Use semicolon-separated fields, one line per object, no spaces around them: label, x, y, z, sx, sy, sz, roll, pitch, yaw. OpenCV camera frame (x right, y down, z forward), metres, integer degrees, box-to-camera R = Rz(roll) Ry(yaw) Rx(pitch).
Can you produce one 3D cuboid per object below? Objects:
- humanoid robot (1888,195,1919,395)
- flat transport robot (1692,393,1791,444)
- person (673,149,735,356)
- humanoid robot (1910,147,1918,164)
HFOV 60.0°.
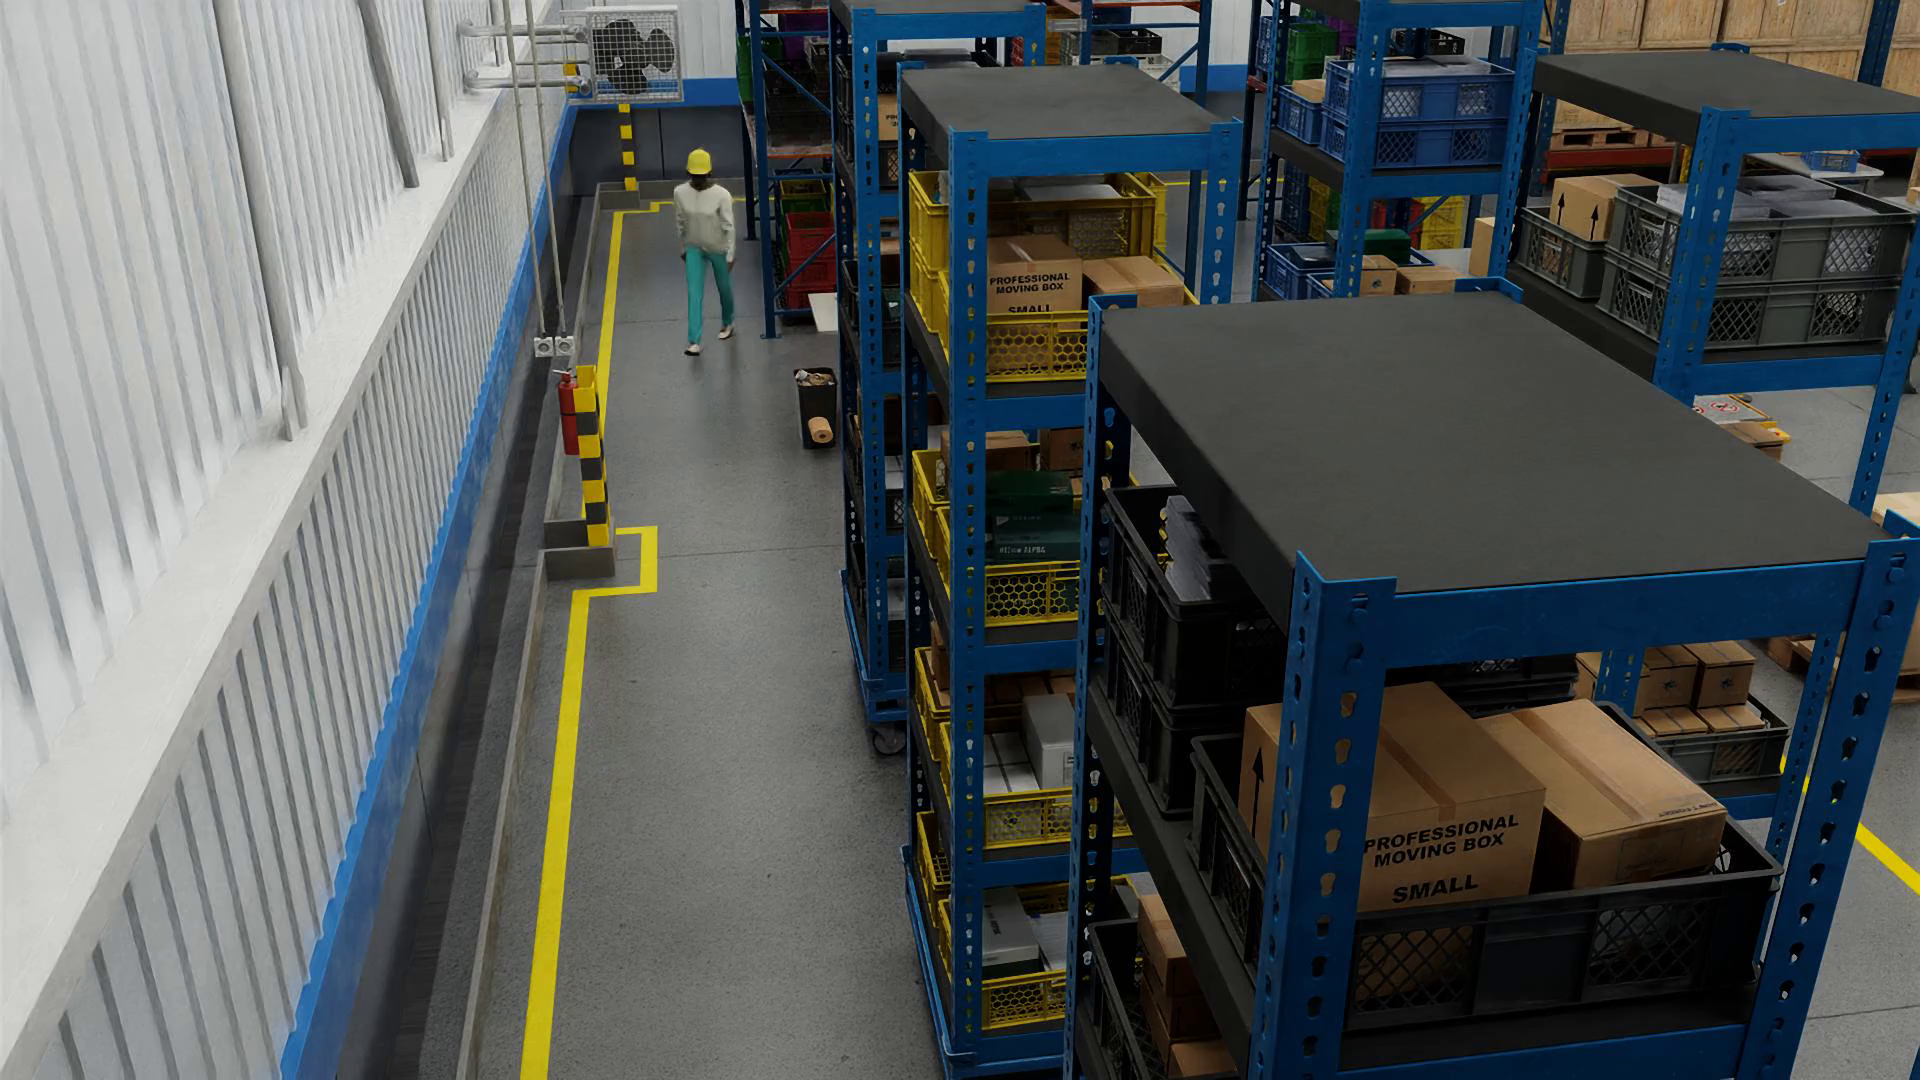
humanoid robot;7.439;-1.960;12.882;0.660;1.634;0.411;-22;32;-39
flat transport robot;5.224;-0.859;12.132;1.431;0.197;0.652;-4;25;-8
person;-2.104;-2.400;13.783;0.533;1.698;0.974;4;25;8
humanoid robot;10.534;-4.207;17.764;0.574;1.639;0.536;15;29;30
